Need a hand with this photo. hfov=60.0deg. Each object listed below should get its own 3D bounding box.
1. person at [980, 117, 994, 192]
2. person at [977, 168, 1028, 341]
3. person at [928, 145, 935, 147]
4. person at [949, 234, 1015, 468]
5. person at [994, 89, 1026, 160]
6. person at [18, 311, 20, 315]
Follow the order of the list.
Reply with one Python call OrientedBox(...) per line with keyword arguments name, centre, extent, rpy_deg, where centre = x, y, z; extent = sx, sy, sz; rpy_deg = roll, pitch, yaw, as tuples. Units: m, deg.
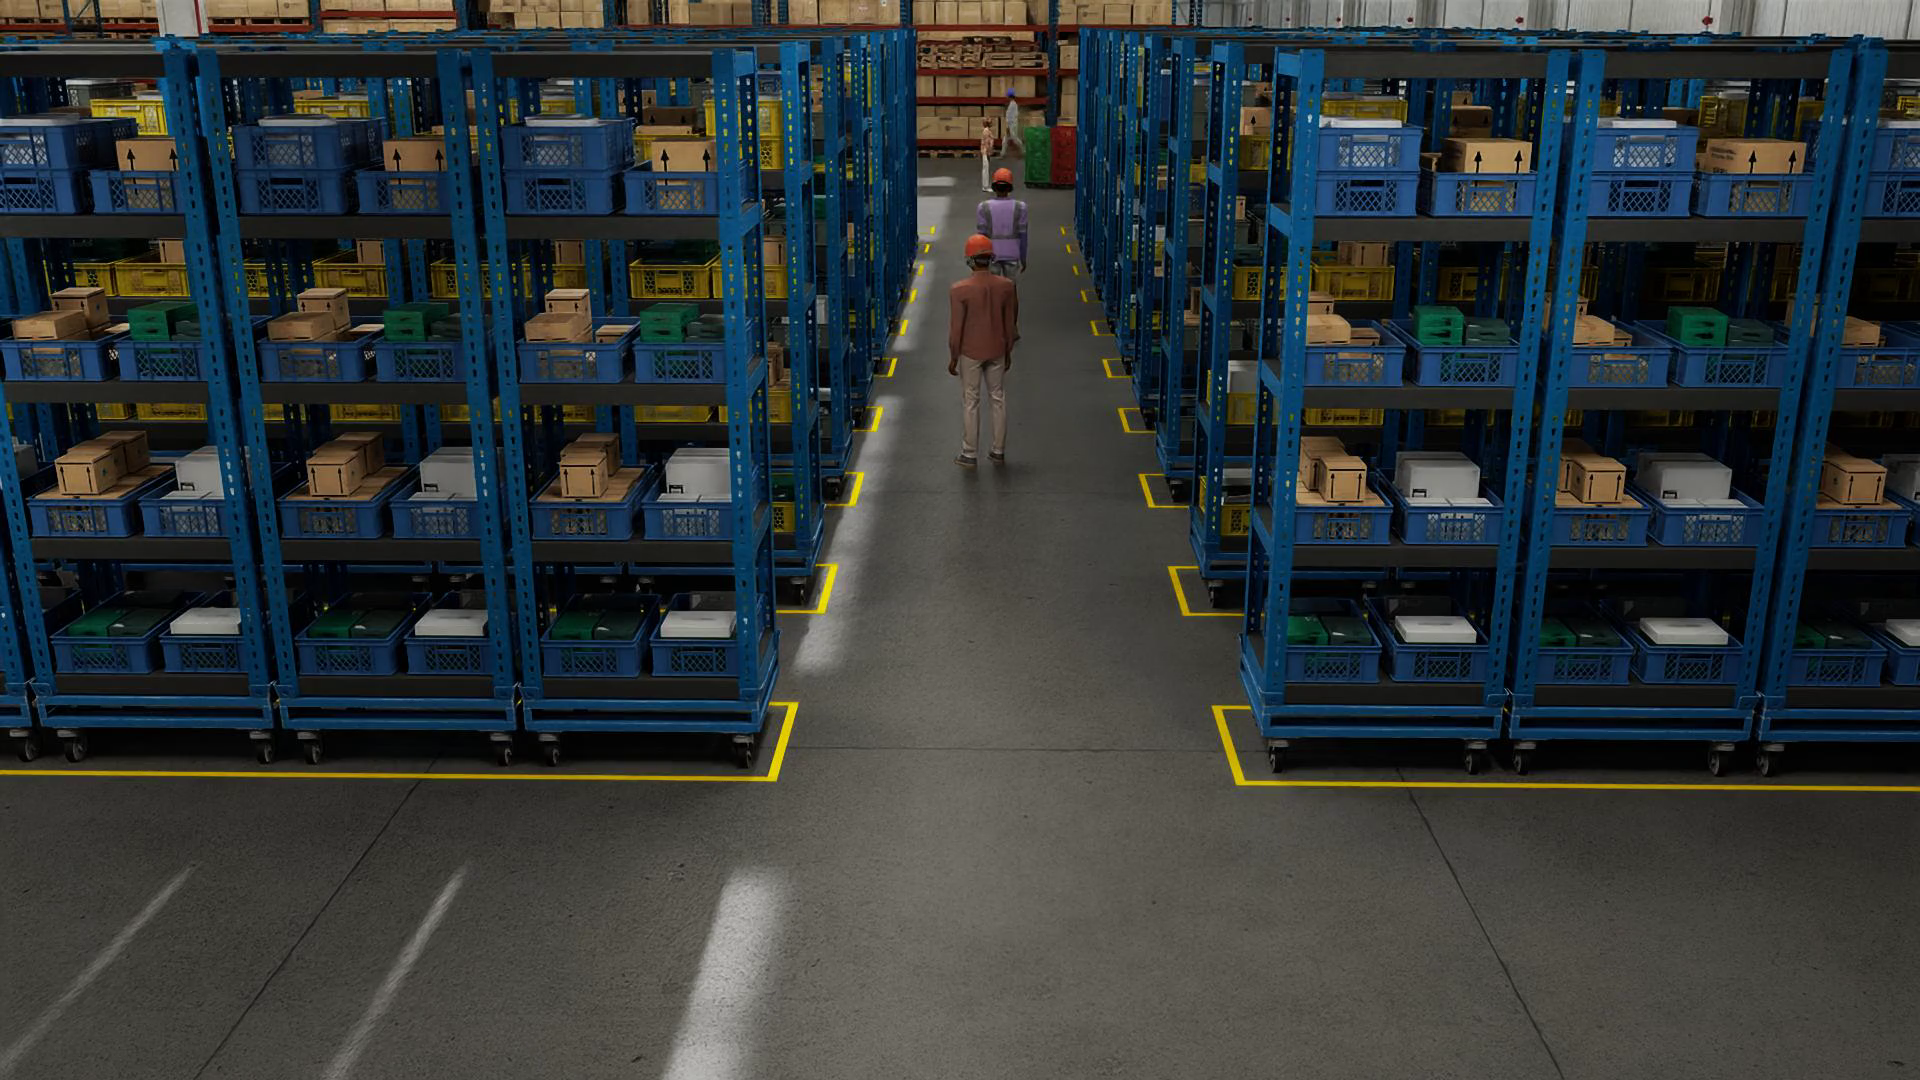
OrientedBox(name="person", centre=(0.609, -8.589, 37.052), extent=(0.309, 1.641, 0.514), rpy_deg=(0, 17, -1))
OrientedBox(name="person", centre=(0.500, -3.391, 19.821), extent=(0.609, 2.043, 0.376), rpy_deg=(-1, 17, -2))
OrientedBox(name="person", centre=(-0.883, -12.502, 48.971), extent=(0.463, 1.971, 0.651), rpy_deg=(-3, 18, -10))
OrientedBox(name="person", centre=(0.182, -1.607, 14.210), extent=(0.612, 1.997, 0.376), rpy_deg=(-8, 19, -24))
OrientedBox(name="person", centre=(1.455, -11.269, 45.165), extent=(0.981, 1.904, 0.617), rpy_deg=(1, 17, 2))
OrientedBox(name="person", centre=(-10.140, -2.612, 17.815), extent=(0.542, 1.750, 0.367), rpy_deg=(4, 18, 12))
